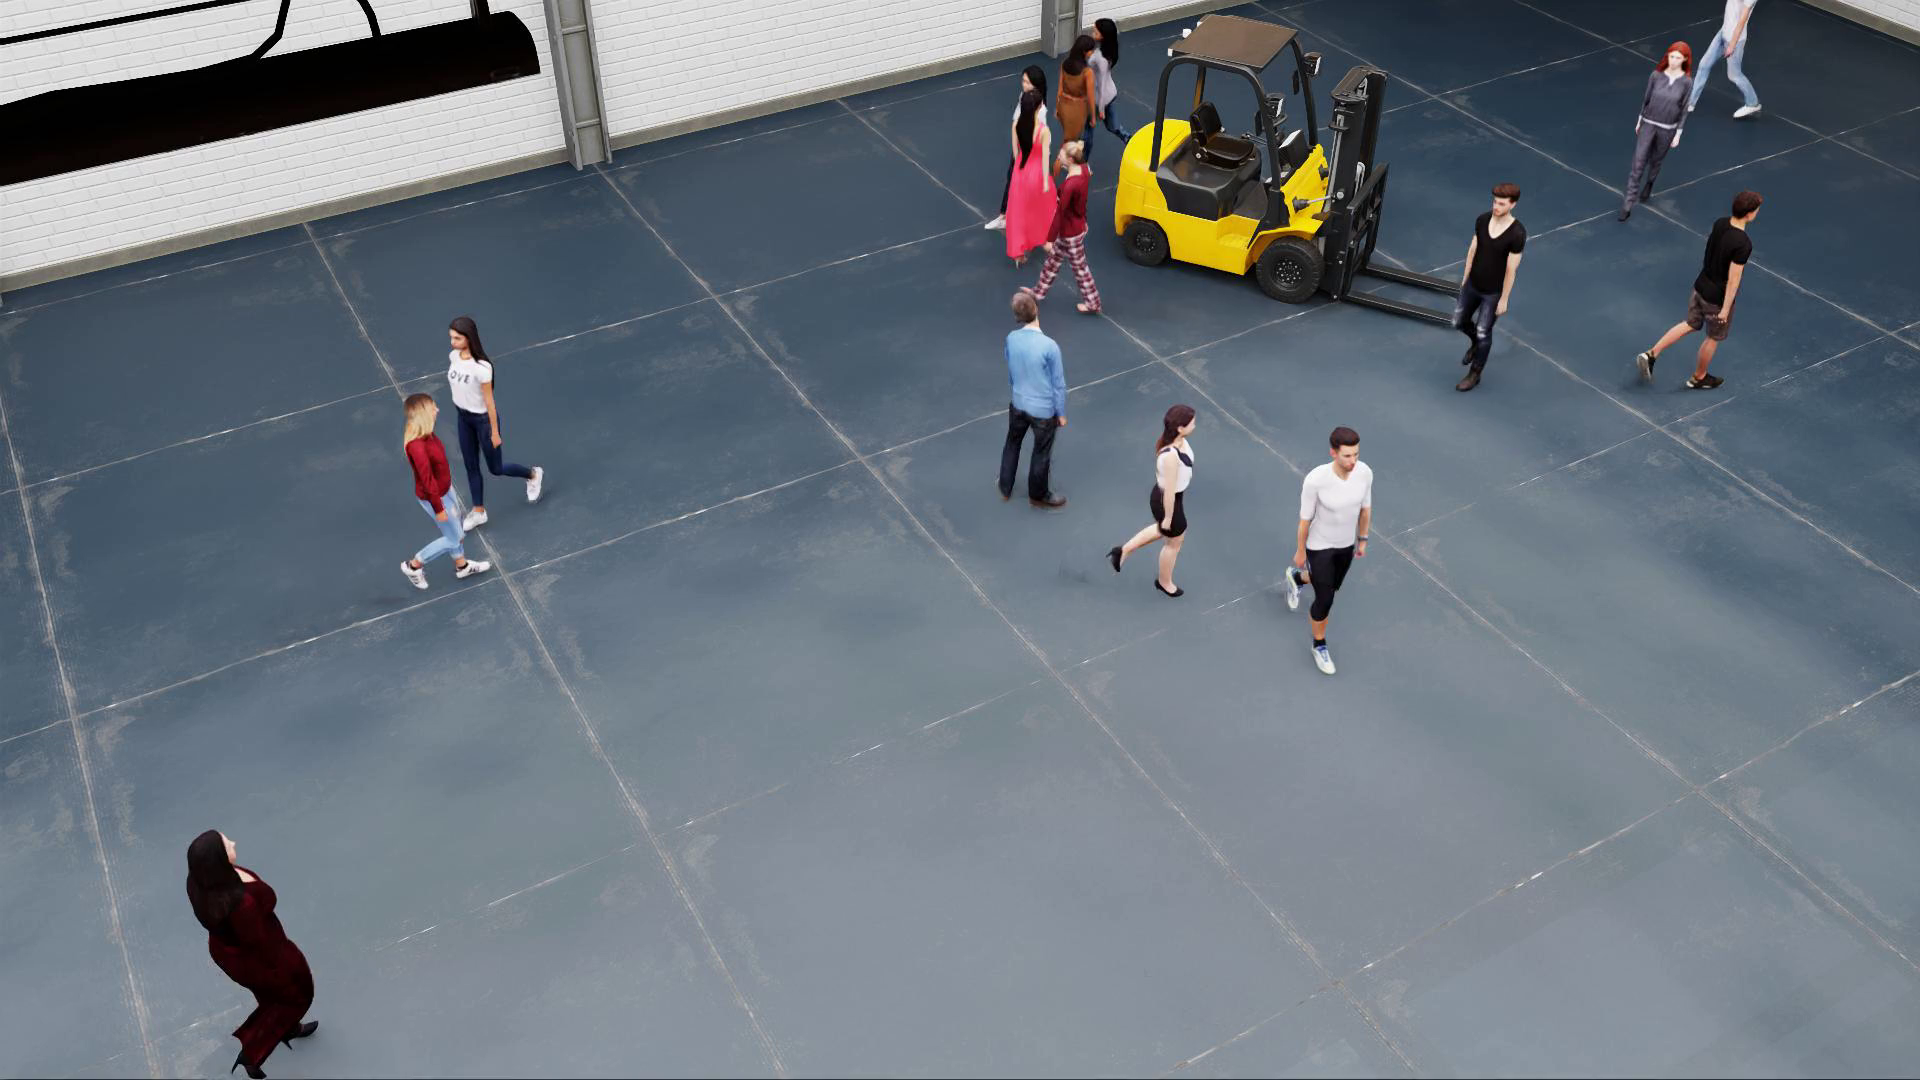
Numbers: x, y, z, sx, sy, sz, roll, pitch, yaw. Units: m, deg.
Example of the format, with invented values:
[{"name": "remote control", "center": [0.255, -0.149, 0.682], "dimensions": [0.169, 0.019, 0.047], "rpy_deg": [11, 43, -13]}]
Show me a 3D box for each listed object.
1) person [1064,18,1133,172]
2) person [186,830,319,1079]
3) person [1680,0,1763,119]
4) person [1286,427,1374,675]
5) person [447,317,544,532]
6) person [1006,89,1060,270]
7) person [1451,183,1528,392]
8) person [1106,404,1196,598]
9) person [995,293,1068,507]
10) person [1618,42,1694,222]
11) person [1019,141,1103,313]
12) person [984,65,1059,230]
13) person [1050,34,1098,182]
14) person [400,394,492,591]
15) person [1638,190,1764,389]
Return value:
[{"name": "person", "center": [1.559, -4.508, 17.045], "dimensions": [1.149, 1.705, 1.150], "rpy_deg": [17, 42, 20]}, {"name": "person", "center": [-3.732, 2.196, 8.619], "dimensions": [0.804, 1.745, 0.881], "rpy_deg": [28, 47, 31]}, {"name": "person", "center": [8.530, -5.464, 18.157], "dimensions": [1.263, 1.811, 1.161], "rpy_deg": [7, 39, 8]}, {"name": "person", "center": [2.486, -0.029, 11.340], "dimensions": [1.091, 1.826, 0.875], "rpy_deg": [-12, 40, -14]}, {"name": "person", "center": [-3.548, -0.903, 12.489], "dimensions": [0.842, 1.758, 1.087], "rpy_deg": [27, 46, 29]}, {"name": "person", "center": [0.615, -3.337, 15.586], "dimensions": [0.892, 1.696, 1.044], "rpy_deg": [19, 42, 22]}, {"name": "person", "center": [4.487, -2.151, 13.951], "dimensions": [0.811, 1.884, 0.726], "rpy_deg": [-26, 45, -29]}, {"name": "person", "center": [1.394, -0.264, 11.789], "dimensions": [0.914, 1.633, 0.809], "rpy_deg": [5, 39, 6]}, {"name": "person", "center": [0.585, -1.018, 12.617], "dimensions": [0.750, 1.777, 0.843], "rpy_deg": [-22, 43, -25]}, {"name": "person", "center": [6.947, -4.078, 16.492], "dimensions": [0.983, 1.722, 1.227], "rpy_deg": [21, 43, 24]}, {"name": "person", "center": [1.081, -2.762, 14.891], "dimensions": [1.103, 1.665, 1.055], "rpy_deg": [11, 40, 14]}, {"name": "person", "center": [0.774, -3.803, 16.204], "dimensions": [1.105, 1.653, 0.618], "rpy_deg": [-19, 42, -22]}, {"name": "person", "center": [1.098, -4.225, 16.740], "dimensions": [1.089, 1.643, 0.727], "rpy_deg": [-32, 48, -33]}, {"name": "person", "center": [-3.798, -0.313, 11.862], "dimensions": [0.904, 1.618, 0.727], "rpy_deg": [-11, 40, -13]}, {"name": "person", "center": [6.206, -2.067, 13.879], "dimensions": [1.125, 1.842, 0.875], "rpy_deg": [-7, 39, -9]}]
